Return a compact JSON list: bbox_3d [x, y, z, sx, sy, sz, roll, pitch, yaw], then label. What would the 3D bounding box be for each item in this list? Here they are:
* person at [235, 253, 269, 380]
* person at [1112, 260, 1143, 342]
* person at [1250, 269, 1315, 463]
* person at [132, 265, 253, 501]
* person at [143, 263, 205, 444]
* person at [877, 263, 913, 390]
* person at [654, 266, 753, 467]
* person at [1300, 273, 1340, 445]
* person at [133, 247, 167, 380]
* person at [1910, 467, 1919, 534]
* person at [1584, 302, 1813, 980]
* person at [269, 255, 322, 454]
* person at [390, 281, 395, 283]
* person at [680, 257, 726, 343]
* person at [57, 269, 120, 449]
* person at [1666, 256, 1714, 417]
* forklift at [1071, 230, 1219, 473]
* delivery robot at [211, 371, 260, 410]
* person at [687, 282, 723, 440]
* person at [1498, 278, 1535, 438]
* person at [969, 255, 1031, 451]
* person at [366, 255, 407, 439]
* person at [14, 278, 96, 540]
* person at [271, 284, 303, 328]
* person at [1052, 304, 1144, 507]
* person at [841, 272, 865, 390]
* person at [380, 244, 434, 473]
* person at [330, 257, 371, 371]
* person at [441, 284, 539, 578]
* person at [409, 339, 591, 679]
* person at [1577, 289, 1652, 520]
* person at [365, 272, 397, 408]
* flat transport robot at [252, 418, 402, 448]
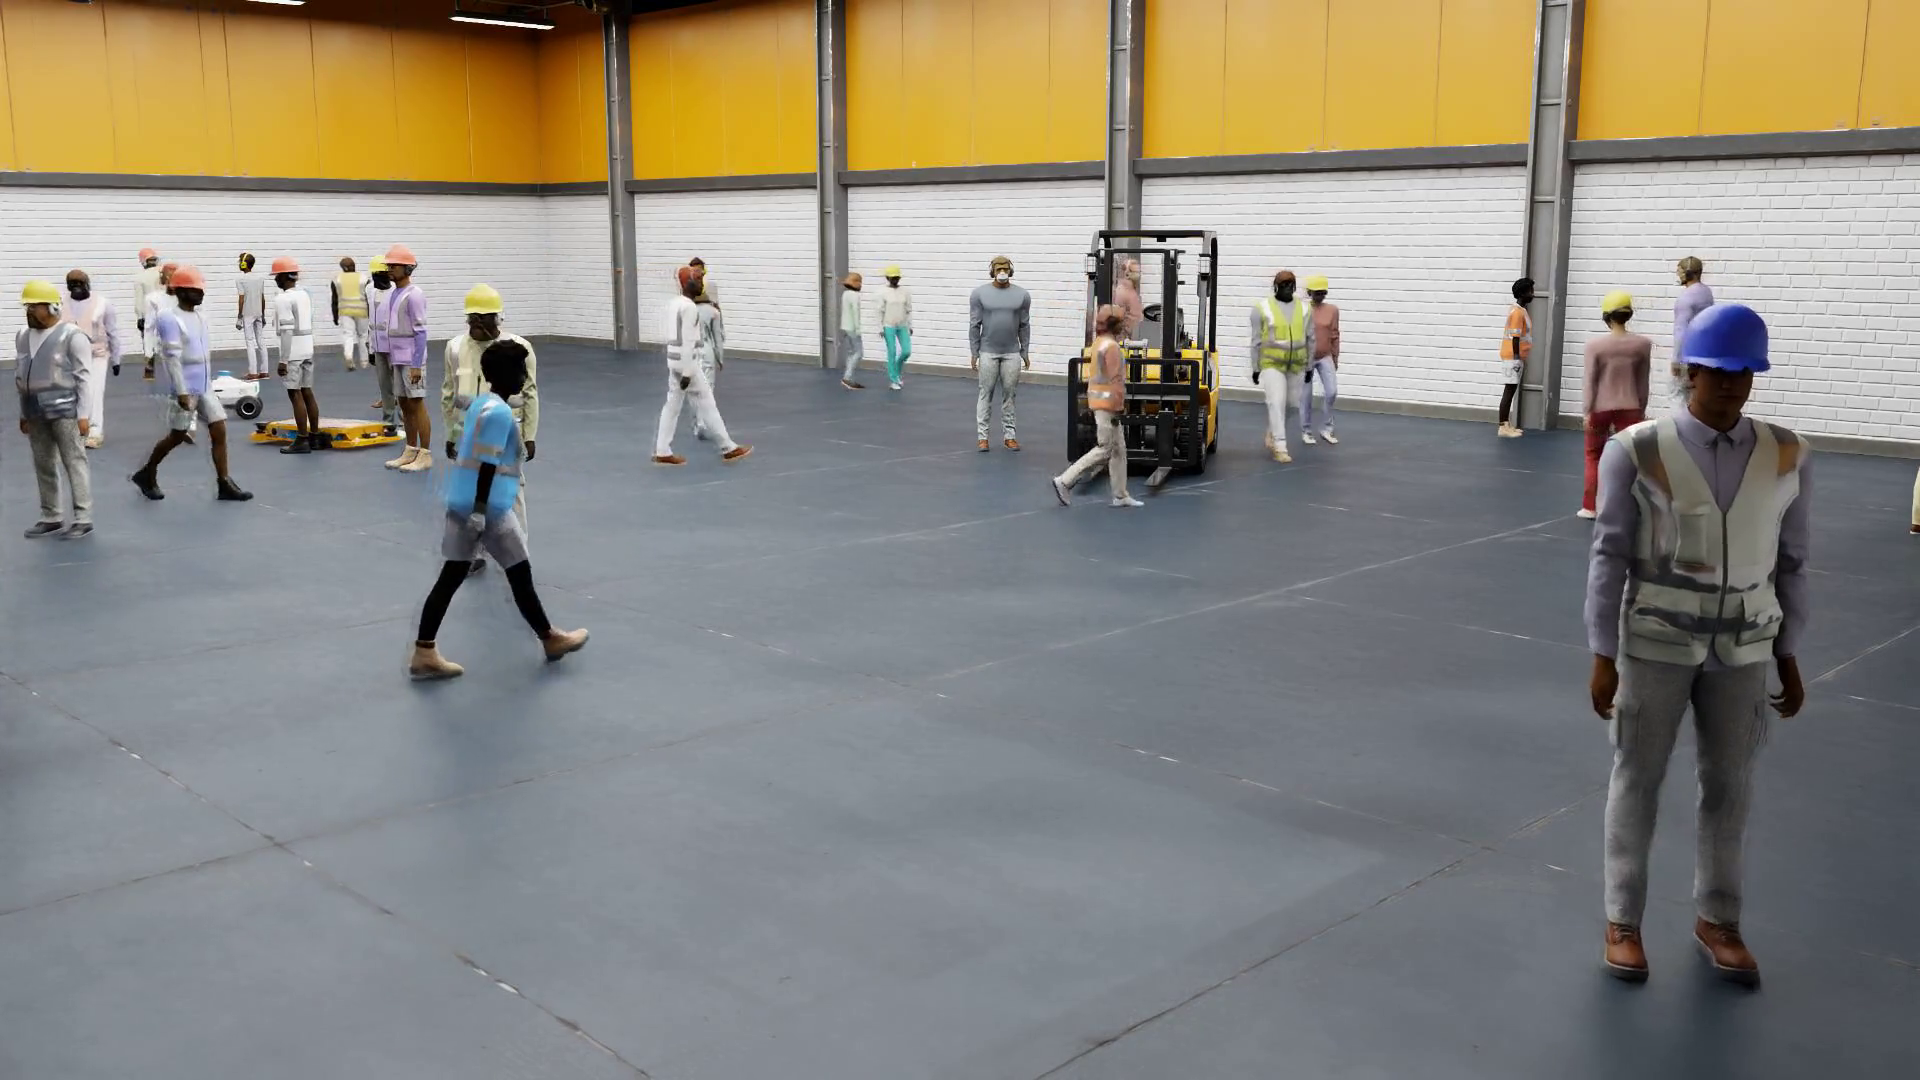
[{"bbox_3d":[-10.487,-3.299,24.590,0.328,1.877,0.513,5,11,23],"label":"person"},{"bbox_3d":[1.946,-2.257,18.954,0.989,1.851,0.669,4,11,20],"label":"person"},{"bbox_3d":[3.071,-1.676,15.914,0.627,1.821,0.798,-2,11,-10],"label":"person"},{"bbox_3d":[-6.225,-1.247,13.335,0.906,1.906,0.545,2,11,12],"label":"person"},{"bbox_3d":[-8.064,-1.904,17.089,0.584,1.834,0.967,-2,11,-10],"label":"person"},{"bbox_3d":[-0.888,-2.945,22.988,0.542,1.744,0.369,-5,12,-26],"label":"person"},{"bbox_3d":[-2.422,-1.601,15.425,0.968,1.836,0.583,-6,12,-28],"label":"person"},{"bbox_3d":[3.623,-1.829,16.909,0.532,1.746,0.541,-1,10,-7],"label":"person"},{"bbox_3d":[-11.733,-3.297,24.337,0.920,1.960,0.619,9,14,40],"label":"person"},{"bbox_3d":[6.916,-0.811,11.679,0.283,1.633,0.499,3,11,18],"label":"person"},{"bbox_3d":[2.101,0.299,4.768,0.634,1.946,0.402,1,10,3],"label":"person"},{"bbox_3d":[-6.545,-1.811,16.306,0.374,1.933,0.552,1,10,6],"label":"person"},{"bbox_3d":[-10.069,-4.192,29.652,0.757,1.799,0.581,8,13,36],"label":"person"},{"bbox_3d":[-3.304,-2.693,21.367,0.540,1.837,0.582,-5,12,-27],"label":"person"},{"bbox_3d":[-8.892,-1.855,16.927,0.616,1.806,0.955,-2,11,-9],"label":"person"},{"bbox_3d":[7.057,-1.786,16.167,0.420,1.931,0.647,10,14,42],"label":"person"},{"bbox_3d":[1.804,-1.825,15.677,1.214,2.155,2.313,2,11,13],"label":"forklift"},{"bbox_3d":[-8.537,-1.725,19.352,0.707,0.478,0.477,-4,11,-20],"label":"delivery robot"},{"bbox_3d":[-2.762,-1.921,17.536,0.487,1.717,0.846,0,10,-2],"label":"person"},{"bbox_3d":[5.886,-1.927,17.618,0.321,1.691,0.531,4,11,20],"label":"person"},{"bbox_3d":[0.398,-1.843,16.473,0.627,1.941,0.371,-2,11,-9],"label":"person"},{"bbox_3d":[-6.000,-2.014,17.438,0.587,1.927,0.367,7,12,33],"label":"person"},{"bbox_3d":[-6.381,-0.913,11.690,0.598,1.830,0.403,3,11,15],"label":"person"},{"bbox_3d":[-10.390,-3.379,25.728,0.514,1.615,0.681,5,11,24],"label":"person"},{"bbox_3d":[1.085,-1.029,12.944,0.690,1.609,0.527,-1,10,-6],"label":"person"},{"bbox_3d":[-1.478,-2.894,23.047,0.348,1.622,0.536,-5,11,-24],"label":"person"},{"bbox_3d":[-5.011,-1.632,15.027,0.364,2.048,0.608,-9,14,-40],"label":"person"},{"bbox_3d":[-9.611,-3.580,26.337,0.641,1.804,0.856,-3,11,-14],"label":"person"},{"bbox_3d":[-2.936,-0.671,10.377,0.600,1.829,0.404,1,10,3],"label":"person"},{"bbox_3d":[-2.293,-0.158,8.109,0.939,1.617,0.542,-7,12,-34],"label":"person"},{"bbox_3d":[4.822,-0.962,12.209,0.528,1.743,0.787,0,10,0],"label":"person"},{"bbox_3d":[-7.120,-2.557,20.555,0.310,1.868,0.532,6,12,31],"label":"person"},{"bbox_3d":[-6.477,-1.106,17.003,1.431,0.197,0.652,5,12,26],"label":"flat transport robot"}]
